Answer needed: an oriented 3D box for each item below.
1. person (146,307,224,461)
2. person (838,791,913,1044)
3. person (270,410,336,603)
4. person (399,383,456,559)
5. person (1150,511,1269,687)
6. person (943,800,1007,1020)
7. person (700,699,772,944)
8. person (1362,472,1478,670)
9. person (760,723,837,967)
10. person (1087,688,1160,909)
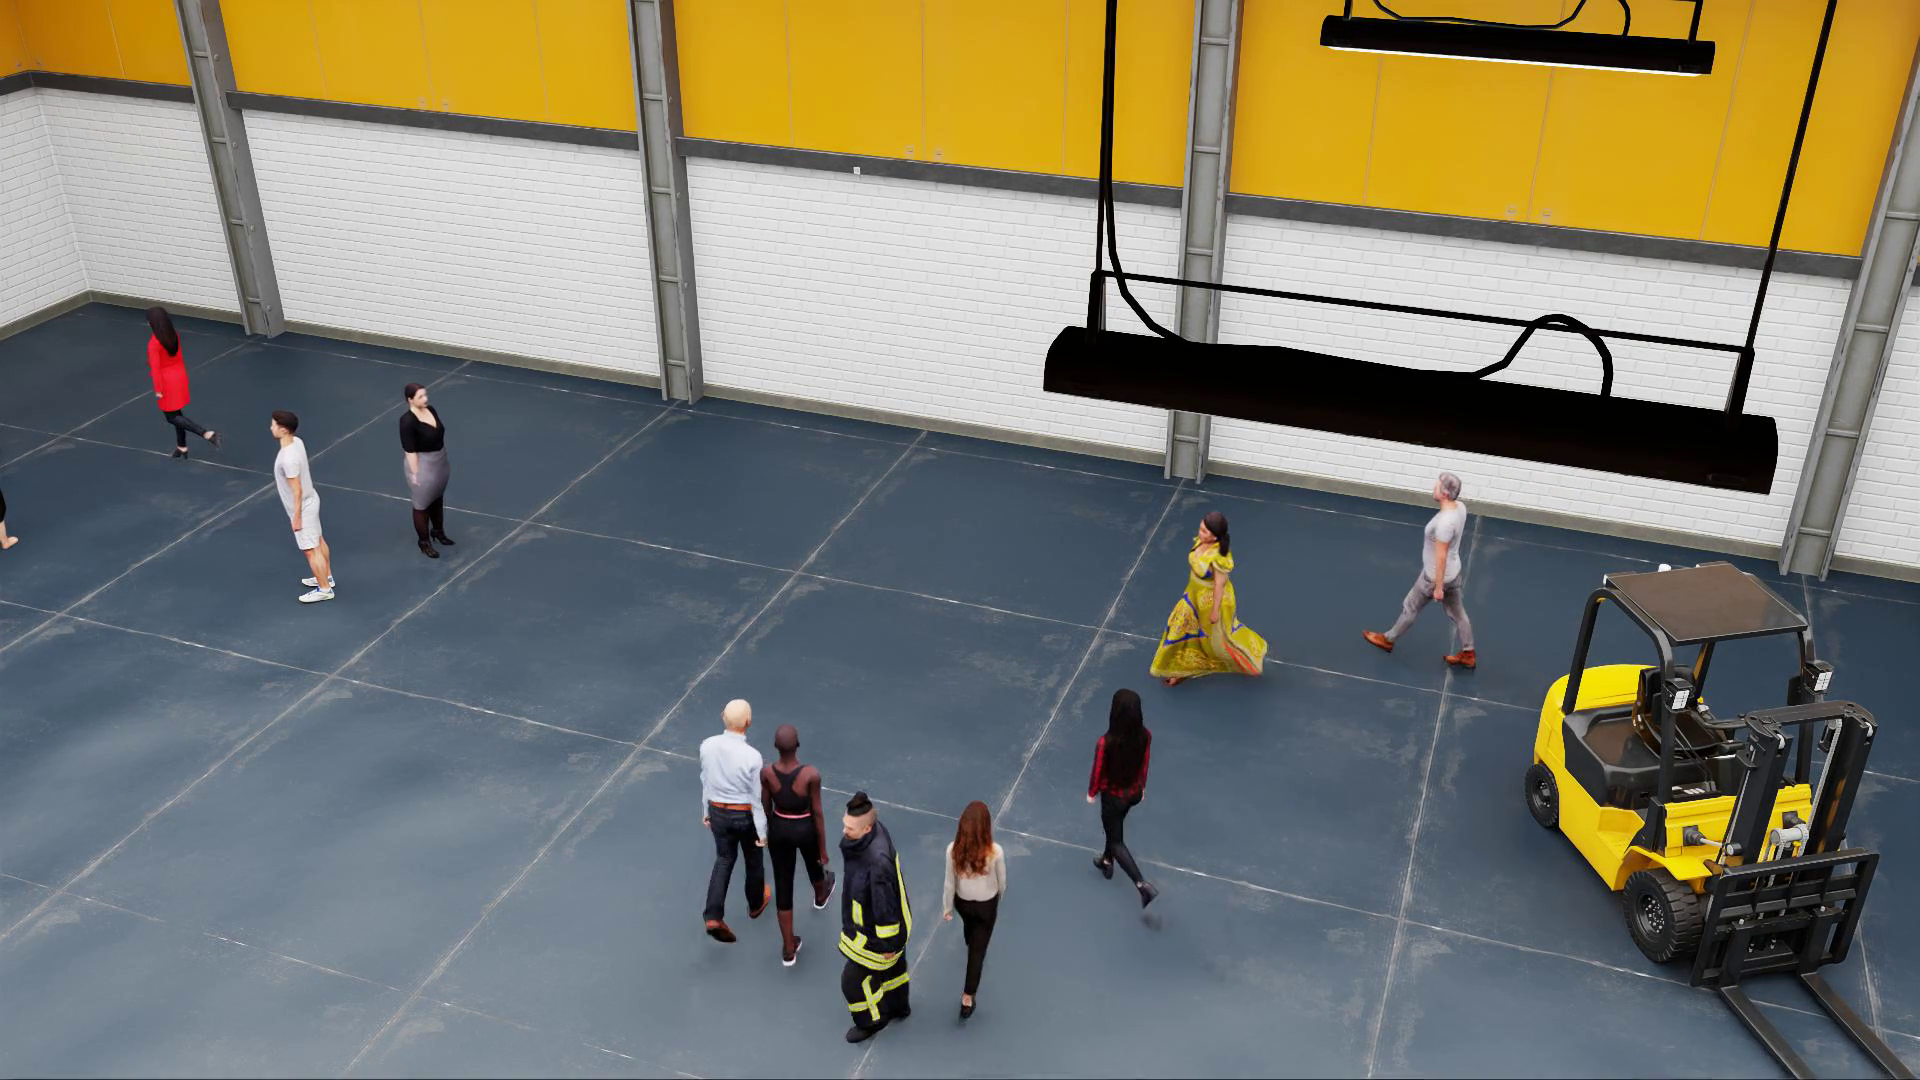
[{"bbox_3d":[-8.244,-1.611,17.549,0.950,1.735,0.734,4,29,7],"label":"person"},{"bbox_3d":[-0.442,2.289,10.273,0.967,1.854,0.940,-7,29,-13],"label":"person"},{"bbox_3d":[-5.953,-0.319,15.055,0.765,1.854,0.764,-6,29,-12],"label":"person"},{"bbox_3d":[-5.087,-0.686,15.828,0.613,1.758,0.660,9,30,15],"label":"person"},{"bbox_3d":[2.152,0.492,13.808,1.386,1.624,1.268,-11,31,-19],"label":"person"},{"bbox_3d":[0.098,2.365,10.559,0.967,1.448,0.659,6,29,11],"label":"person"},{"bbox_3d":[-1.527,1.901,11.076,0.986,1.767,0.783,8,30,15],"label":"person"},{"bbox_3d":[4.131,0.318,13.976,1.286,1.770,0.903,17,33,28],"label":"person"},{"bbox_3d":[-1.117,2.021,10.892,1.075,1.732,0.841,4,29,7],"label":"person"},{"bbox_3d":[1.143,1.798,11.405,0.927,1.634,1.068,-18,33,-29],"label":"person"}]
